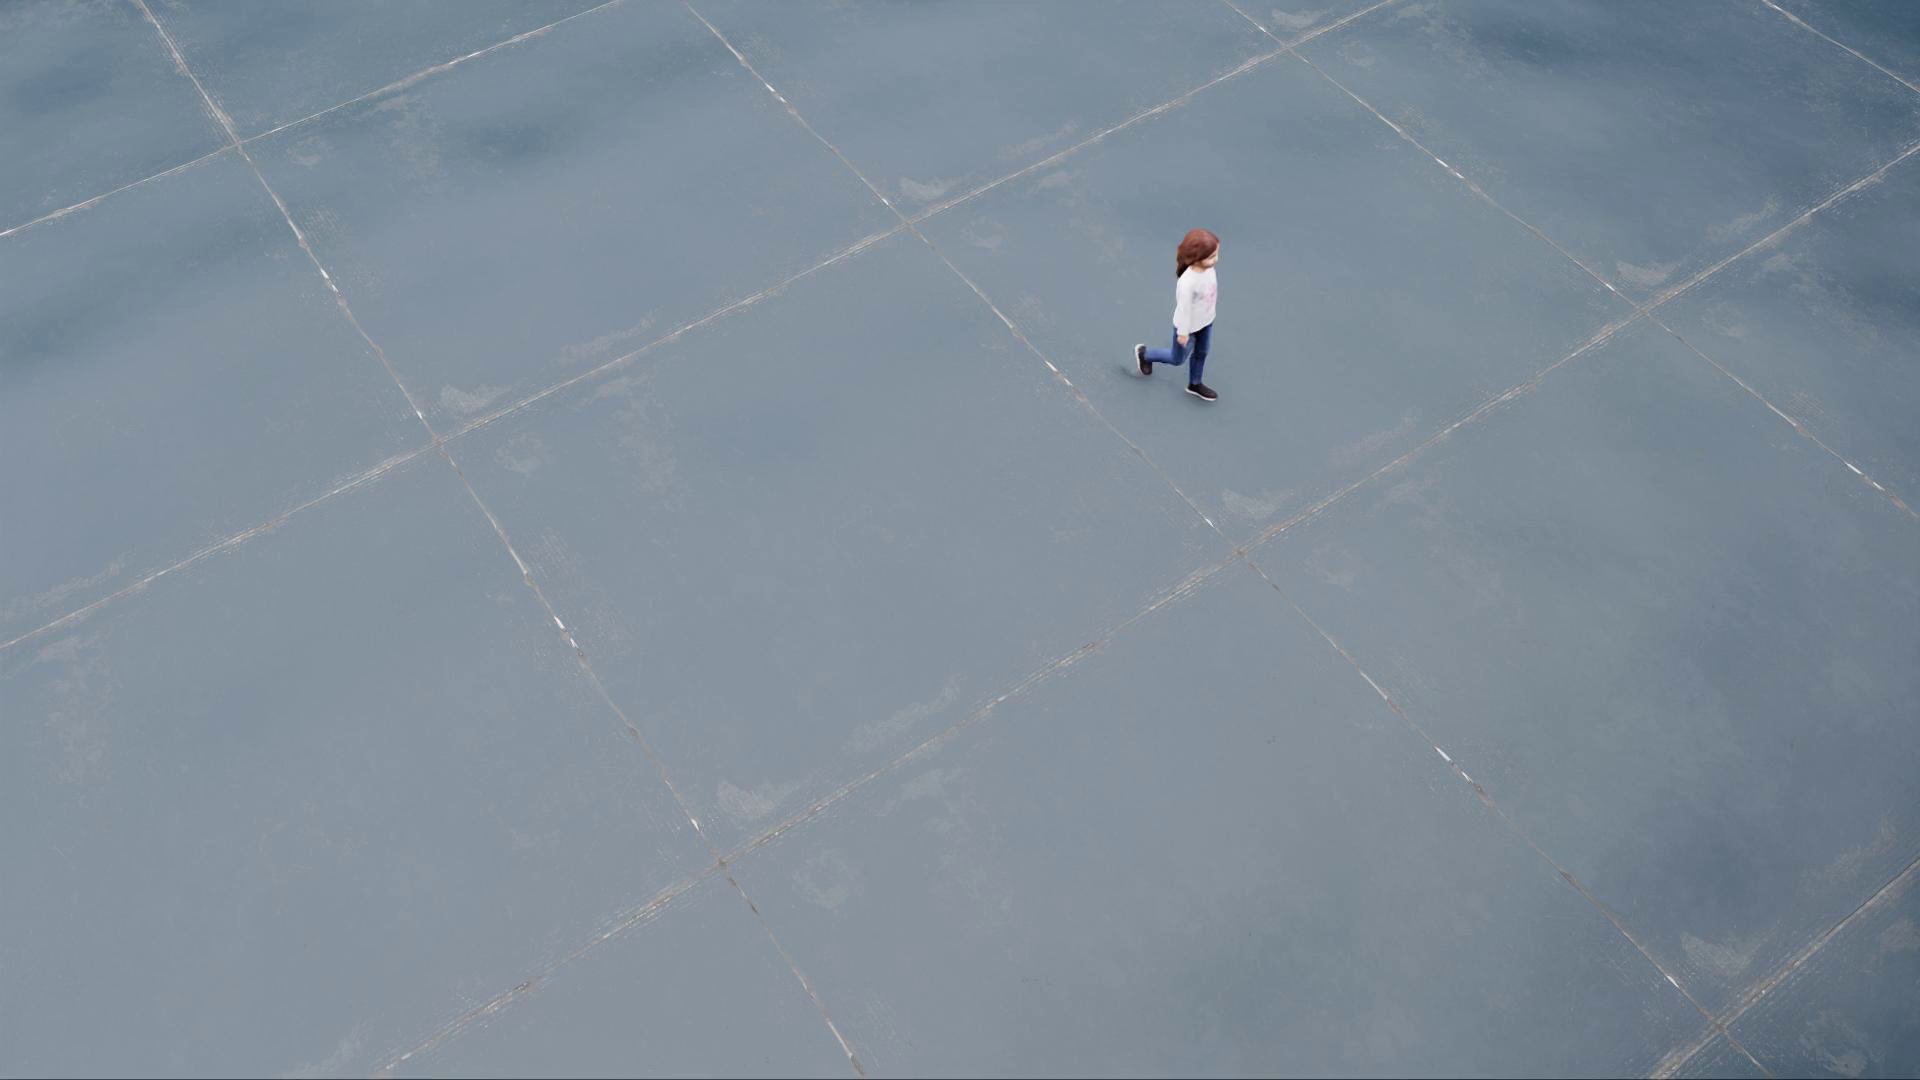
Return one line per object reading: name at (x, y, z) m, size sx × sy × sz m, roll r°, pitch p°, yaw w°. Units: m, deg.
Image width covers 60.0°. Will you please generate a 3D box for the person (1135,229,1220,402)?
person at (1.165, -1.174, 8.624) m, size 0.759 × 1.103 × 0.569 m, roll 30°, pitch 58°, yaw 21°
